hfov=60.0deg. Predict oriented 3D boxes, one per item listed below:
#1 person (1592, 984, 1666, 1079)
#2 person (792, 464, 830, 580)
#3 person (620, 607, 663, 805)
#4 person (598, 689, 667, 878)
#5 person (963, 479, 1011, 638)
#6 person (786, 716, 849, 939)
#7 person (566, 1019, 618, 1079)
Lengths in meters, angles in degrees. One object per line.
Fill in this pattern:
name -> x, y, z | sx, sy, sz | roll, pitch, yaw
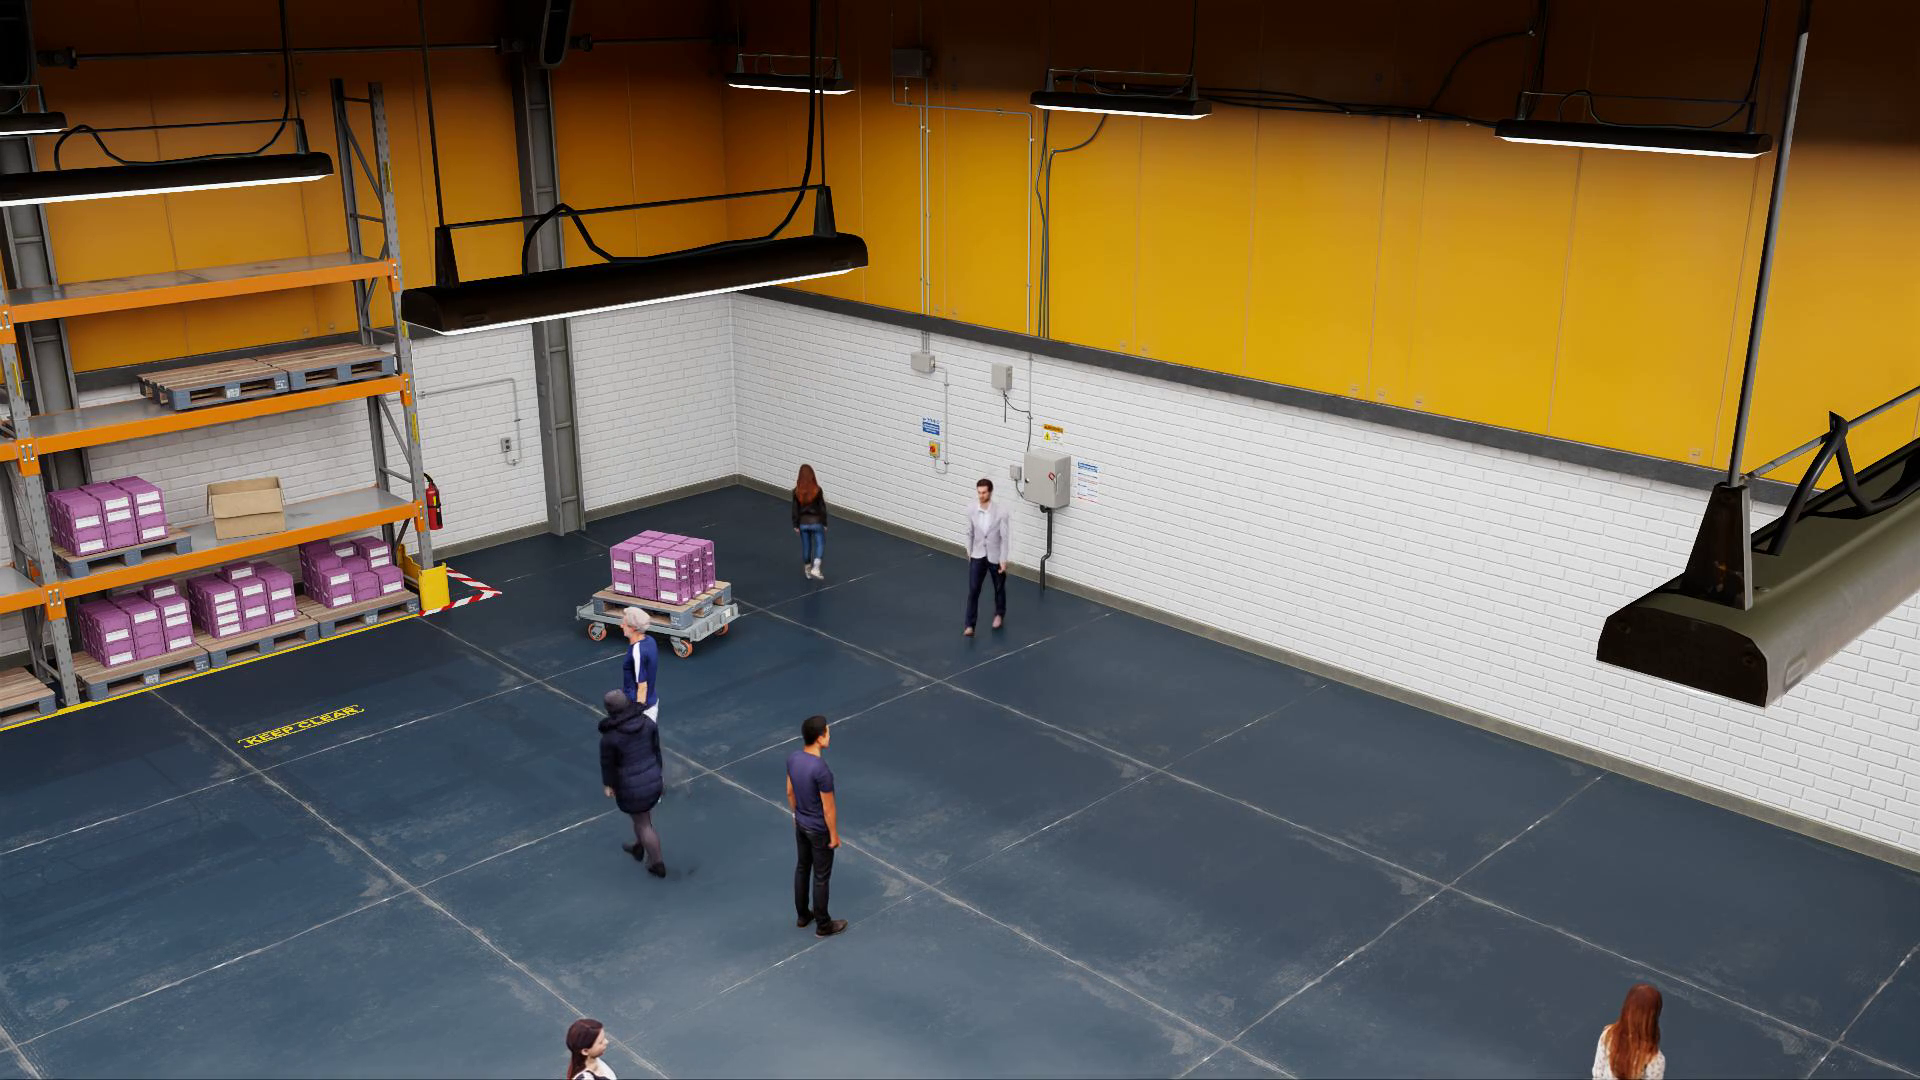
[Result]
person -> 3.790, 3.312, 9.492 | 0.575, 1.726, 0.616 | -12, 22, -31
person -> -1.821, -0.200, 20.311 | 0.804, 1.477, 0.869 | 1, 19, 4
person -> -2.834, 1.457, 14.825 | 0.762, 1.838, 0.717 | -1, 19, -4
person -> -2.589, 1.990, 13.562 | 0.762, 1.633, 0.760 | -14, 23, -36
person -> 0.361, 0.168, 18.705 | 1.046, 1.804, 1.245 | 5, 19, 14
person -> -1.128, 2.188, 12.737 | 0.648, 1.784, 0.522 | 16, 25, 40
person -> -2.048, 3.407, 9.329 | 0.633, 1.649, 0.625 | -7, 20, -19
